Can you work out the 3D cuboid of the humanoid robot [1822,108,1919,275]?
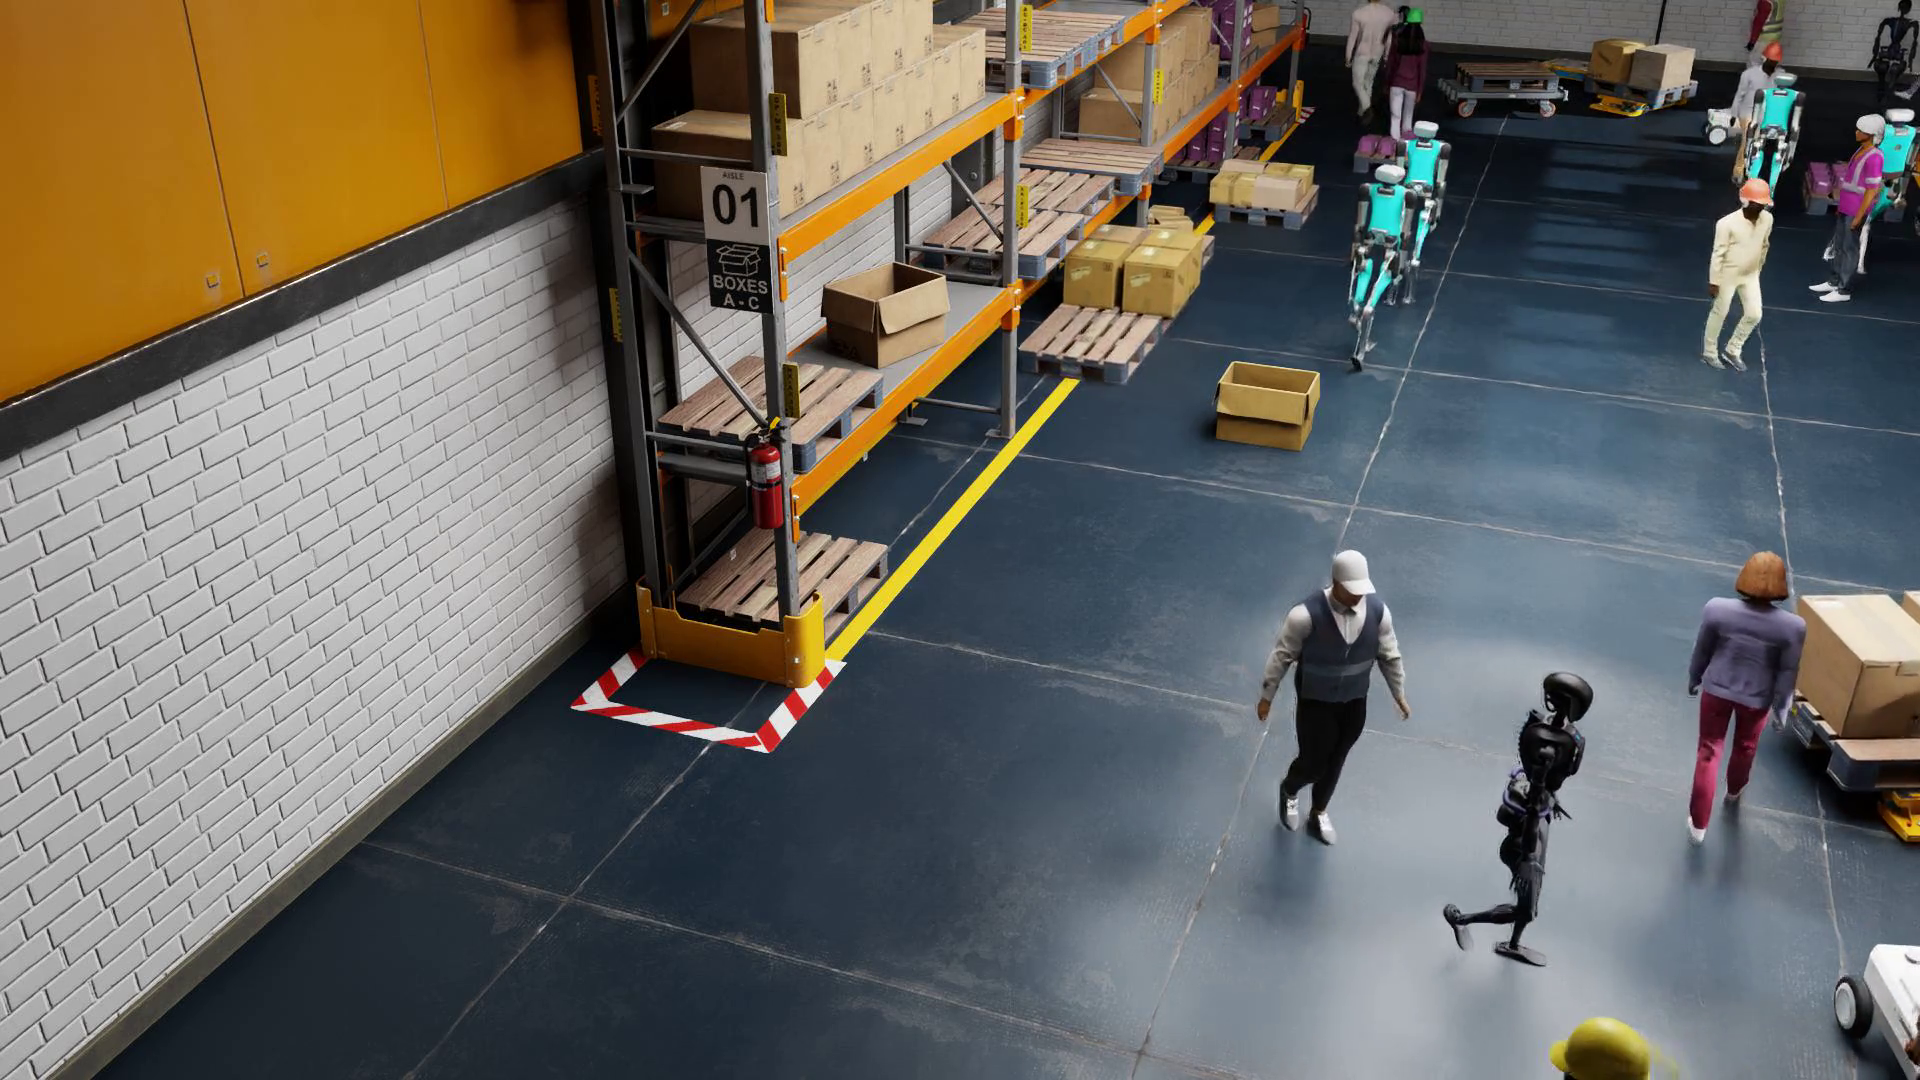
[{"bbox_3d":[9.412,-3.629,17.253,0.540,1.821,0.917,1,27,2],"label":"humanoid robot"}]

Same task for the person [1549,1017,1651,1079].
[{"bbox_3d":[2.037,2.339,5.455,0.967,1.881,0.599,15,31,27],"label":"person"}]

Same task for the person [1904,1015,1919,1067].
[{"bbox_3d":[3.828,1.956,6.112,0.625,1.975,0.454,1,27,1],"label":"person"}]

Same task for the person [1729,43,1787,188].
[{"bbox_3d":[9.673,-5.152,20.158,0.570,1.718,0.661,-5,28,-9],"label":"person"}]

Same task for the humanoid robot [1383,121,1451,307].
[{"bbox_3d":[4.431,-3.106,16.190,0.557,1.795,0.830,5,28,9],"label":"humanoid robot"}]

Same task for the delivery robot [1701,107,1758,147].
[{"bbox_3d":[10.342,-5.561,22.201,0.759,0.573,0.499,7,28,12],"label":"delivery robot"}]

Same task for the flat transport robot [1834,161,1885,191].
[{"bbox_3d":[10.901,-4.267,20.028,0.659,0.231,1.431,10,29,19],"label":"flat transport robot"}]

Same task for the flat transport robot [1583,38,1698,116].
[{"bbox_3d":[9.849,-6.368,24.103,1.431,0.231,0.659,-19,33,-32],"label":"flat transport robot"}]

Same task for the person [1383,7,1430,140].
[{"bbox_3d":[5.686,-5.831,21.281,0.508,1.898,0.996,5,28,10],"label":"person"}]

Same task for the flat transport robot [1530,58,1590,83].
[{"bbox_3d":[9.633,-7.271,25.855,0.659,0.231,1.431,-23,35,-37],"label":"flat transport robot"}]

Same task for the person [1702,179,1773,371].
[{"bbox_3d":[6.868,-2.310,14.622,0.595,1.734,0.511,-7,28,-13],"label":"person"}]

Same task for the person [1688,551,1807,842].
[{"bbox_3d":[4.112,0.775,8.784,0.513,1.599,0.734,13,30,24],"label":"person"}]

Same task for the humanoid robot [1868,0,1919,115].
[{"bbox_3d":[13.049,-6.744,23.333,0.599,1.642,0.722,25,36,39],"label":"humanoid robot"}]

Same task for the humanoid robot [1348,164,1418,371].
[{"bbox_3d":[3.622,-2.377,14.777,0.536,1.765,0.956,15,31,27],"label":"humanoid robot"}]

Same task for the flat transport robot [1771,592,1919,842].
[{"bbox_3d":[5.312,1.209,9.405,0.659,0.231,1.431,-1,27,-1],"label":"flat transport robot"}]

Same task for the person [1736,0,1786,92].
[{"bbox_3d":[11.742,-7.373,24.381,0.709,1.808,0.495,-22,35,-37],"label":"person"}]

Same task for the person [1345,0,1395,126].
[{"bbox_3d":[5.639,-6.660,22.883,0.638,1.914,0.832,-4,28,-8],"label":"person"}]

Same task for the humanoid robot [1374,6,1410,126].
[{"bbox_3d":[6.027,-6.591,23.073,0.602,1.632,0.805,-8,28,-15],"label":"humanoid robot"}]

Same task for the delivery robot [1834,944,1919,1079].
[{"bbox_3d":[4.254,2.118,7.301,0.499,0.568,0.747,2,27,5],"label":"delivery robot"}]

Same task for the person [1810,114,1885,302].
[{"bbox_3d":[8.778,-3.258,16.348,0.317,1.845,0.525,5,28,9],"label":"person"}]

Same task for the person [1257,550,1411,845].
[{"bbox_3d":[1.921,0.816,8.554,0.768,1.744,0.491,-6,28,-12],"label":"person"}]

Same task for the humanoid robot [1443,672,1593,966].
[{"bbox_3d":[2.613,1.283,7.735,0.475,1.646,0.612,14,30,25],"label":"humanoid robot"}]

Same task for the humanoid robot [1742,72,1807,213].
[{"bbox_3d":[8.872,-4.179,18.284,0.530,1.786,0.810,13,30,23],"label":"humanoid robot"}]

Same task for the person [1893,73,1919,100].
[{"bbox_3d":[14.122,-7.122,24.118,0.809,1.584,0.561,22,34,36],"label":"person"}]
